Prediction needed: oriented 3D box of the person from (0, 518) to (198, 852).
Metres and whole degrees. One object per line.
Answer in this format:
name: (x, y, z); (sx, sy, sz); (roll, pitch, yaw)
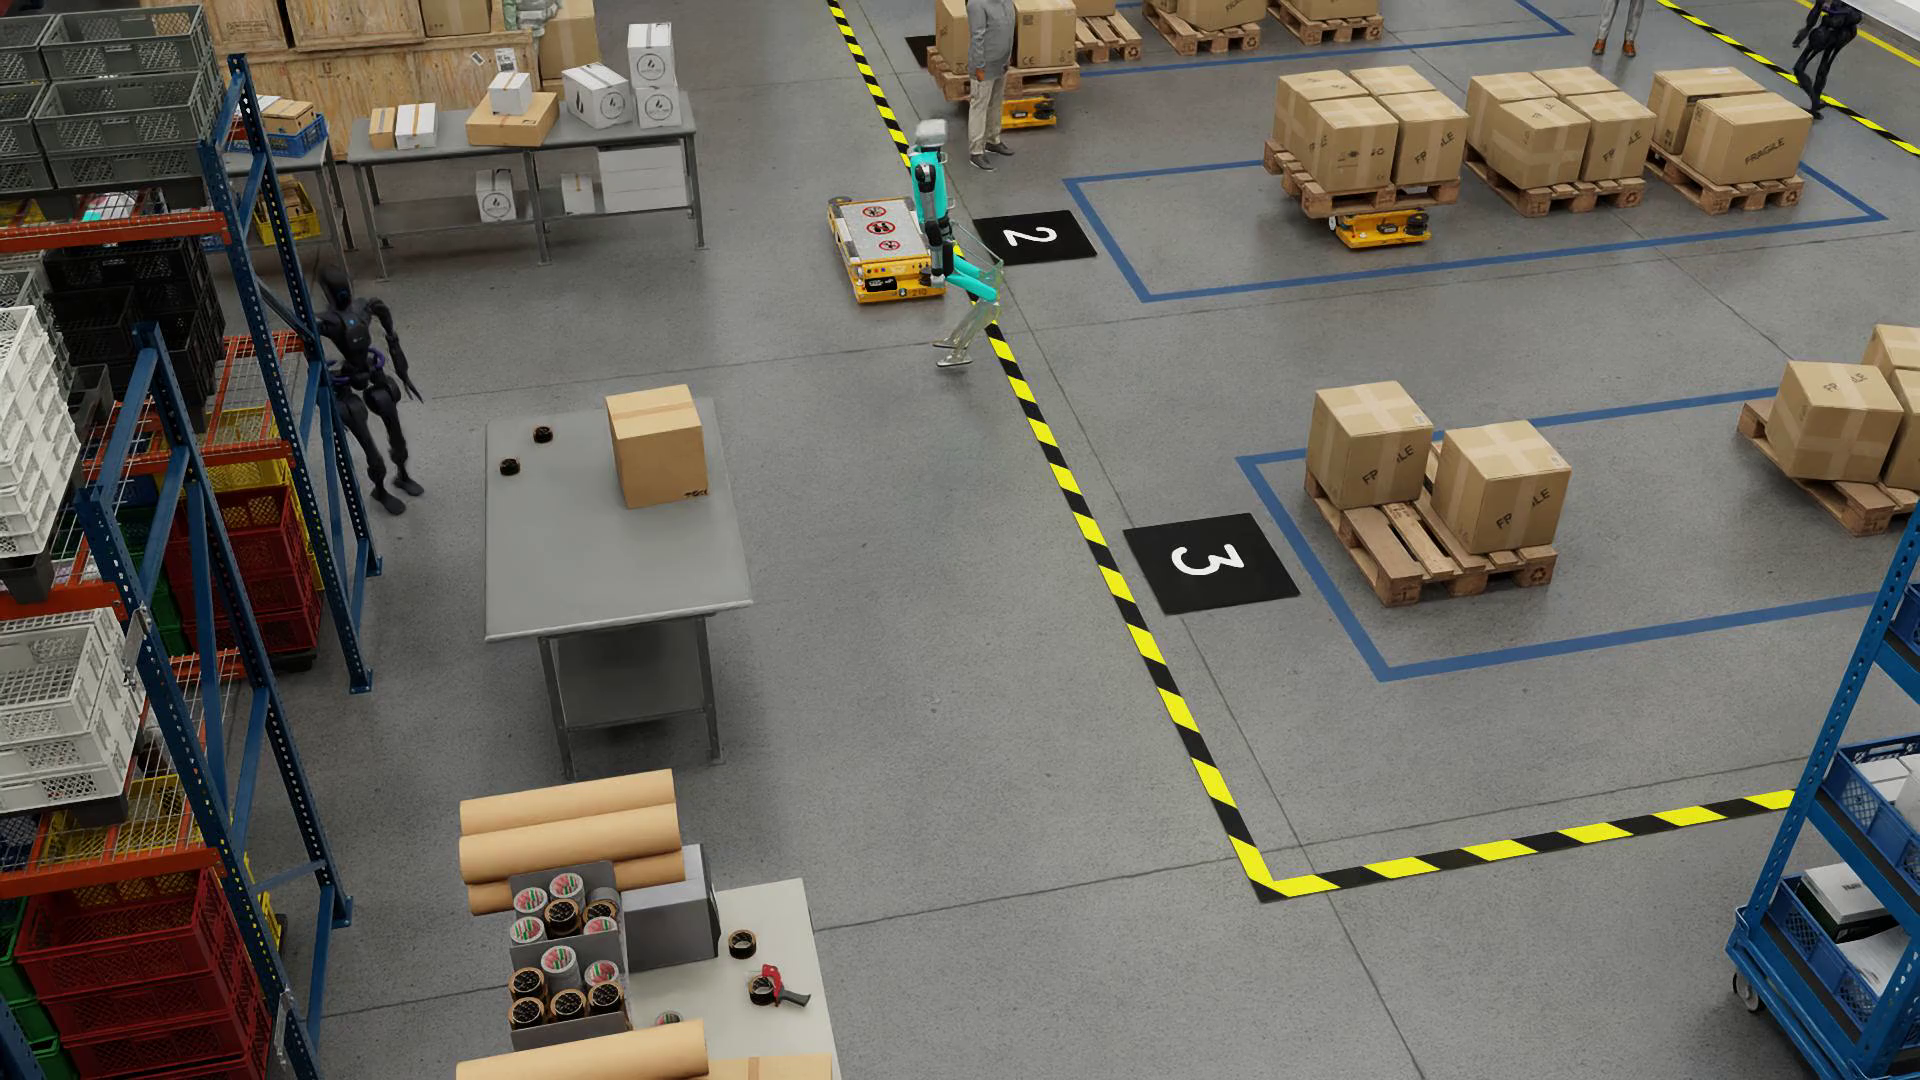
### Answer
person: (-3.794, 0.619, 7.237); (0.613, 2.042, 0.370); (-16, 39, -20)

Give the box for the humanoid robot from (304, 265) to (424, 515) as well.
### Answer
humanoid robot: (-3.439, -0.878, 9.571); (0.608, 1.629, 0.425); (-29, 45, -33)

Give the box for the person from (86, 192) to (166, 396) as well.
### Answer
person: (-5.233, -1.530, 10.307); (0.404, 1.824, 0.586); (10, 38, 14)

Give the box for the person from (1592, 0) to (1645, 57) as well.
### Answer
person: (6.358, -5.479, 15.571); (0.585, 1.878, 0.383); (9, 38, 12)

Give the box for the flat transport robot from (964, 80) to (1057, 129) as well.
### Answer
flat transport robot: (0.366, -4.079, 15.013); (0.652, 0.197, 1.431); (-8, 37, -11)

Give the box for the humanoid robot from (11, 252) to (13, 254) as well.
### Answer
humanoid robot: (-6.240, -1.732, 10.699); (0.319, 1.653, 0.613); (-20, 41, -24)

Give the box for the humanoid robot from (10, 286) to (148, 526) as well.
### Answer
humanoid robot: (-4.981, -0.871, 9.479); (0.843, 1.751, 0.557); (-15, 39, -20)

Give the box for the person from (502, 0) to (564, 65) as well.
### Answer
person: (-3.545, -4.303, 13.941); (0.412, 1.939, 0.602); (24, 43, 28)

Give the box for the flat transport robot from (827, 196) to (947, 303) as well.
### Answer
flat transport robot: (-0.570, -2.220, 12.538); (0.659, 0.231, 1.431); (-8, 37, -10)

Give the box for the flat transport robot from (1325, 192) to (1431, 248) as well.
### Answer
flat transport robot: (3.134, -2.740, 13.213); (0.652, 0.197, 1.431); (-8, 37, -10)

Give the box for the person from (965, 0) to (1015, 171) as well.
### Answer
person: (0.239, -3.935, 13.584); (0.398, 1.769, 0.567); (19, 41, 23)

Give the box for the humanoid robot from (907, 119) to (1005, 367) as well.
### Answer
humanoid robot: (0.034, -1.910, 10.783); (0.735, 1.672, 0.533); (-1, 37, -1)

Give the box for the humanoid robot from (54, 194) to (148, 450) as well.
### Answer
humanoid robot: (-5.333, -1.268, 10.000); (0.697, 1.764, 0.535); (-25, 44, -30)

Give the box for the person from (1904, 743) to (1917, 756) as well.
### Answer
person: (4.439, 0.741, 7.233); (0.393, 1.850, 0.587); (-6, 37, -8)

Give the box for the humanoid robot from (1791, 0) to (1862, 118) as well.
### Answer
humanoid robot: (7.538, -4.447, 14.346); (0.601, 1.644, 0.369); (-14, 39, -18)

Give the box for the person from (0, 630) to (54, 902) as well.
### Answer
person: (-4.118, 0.885, 7.047); (0.429, 1.841, 0.632); (28, 45, 32)
